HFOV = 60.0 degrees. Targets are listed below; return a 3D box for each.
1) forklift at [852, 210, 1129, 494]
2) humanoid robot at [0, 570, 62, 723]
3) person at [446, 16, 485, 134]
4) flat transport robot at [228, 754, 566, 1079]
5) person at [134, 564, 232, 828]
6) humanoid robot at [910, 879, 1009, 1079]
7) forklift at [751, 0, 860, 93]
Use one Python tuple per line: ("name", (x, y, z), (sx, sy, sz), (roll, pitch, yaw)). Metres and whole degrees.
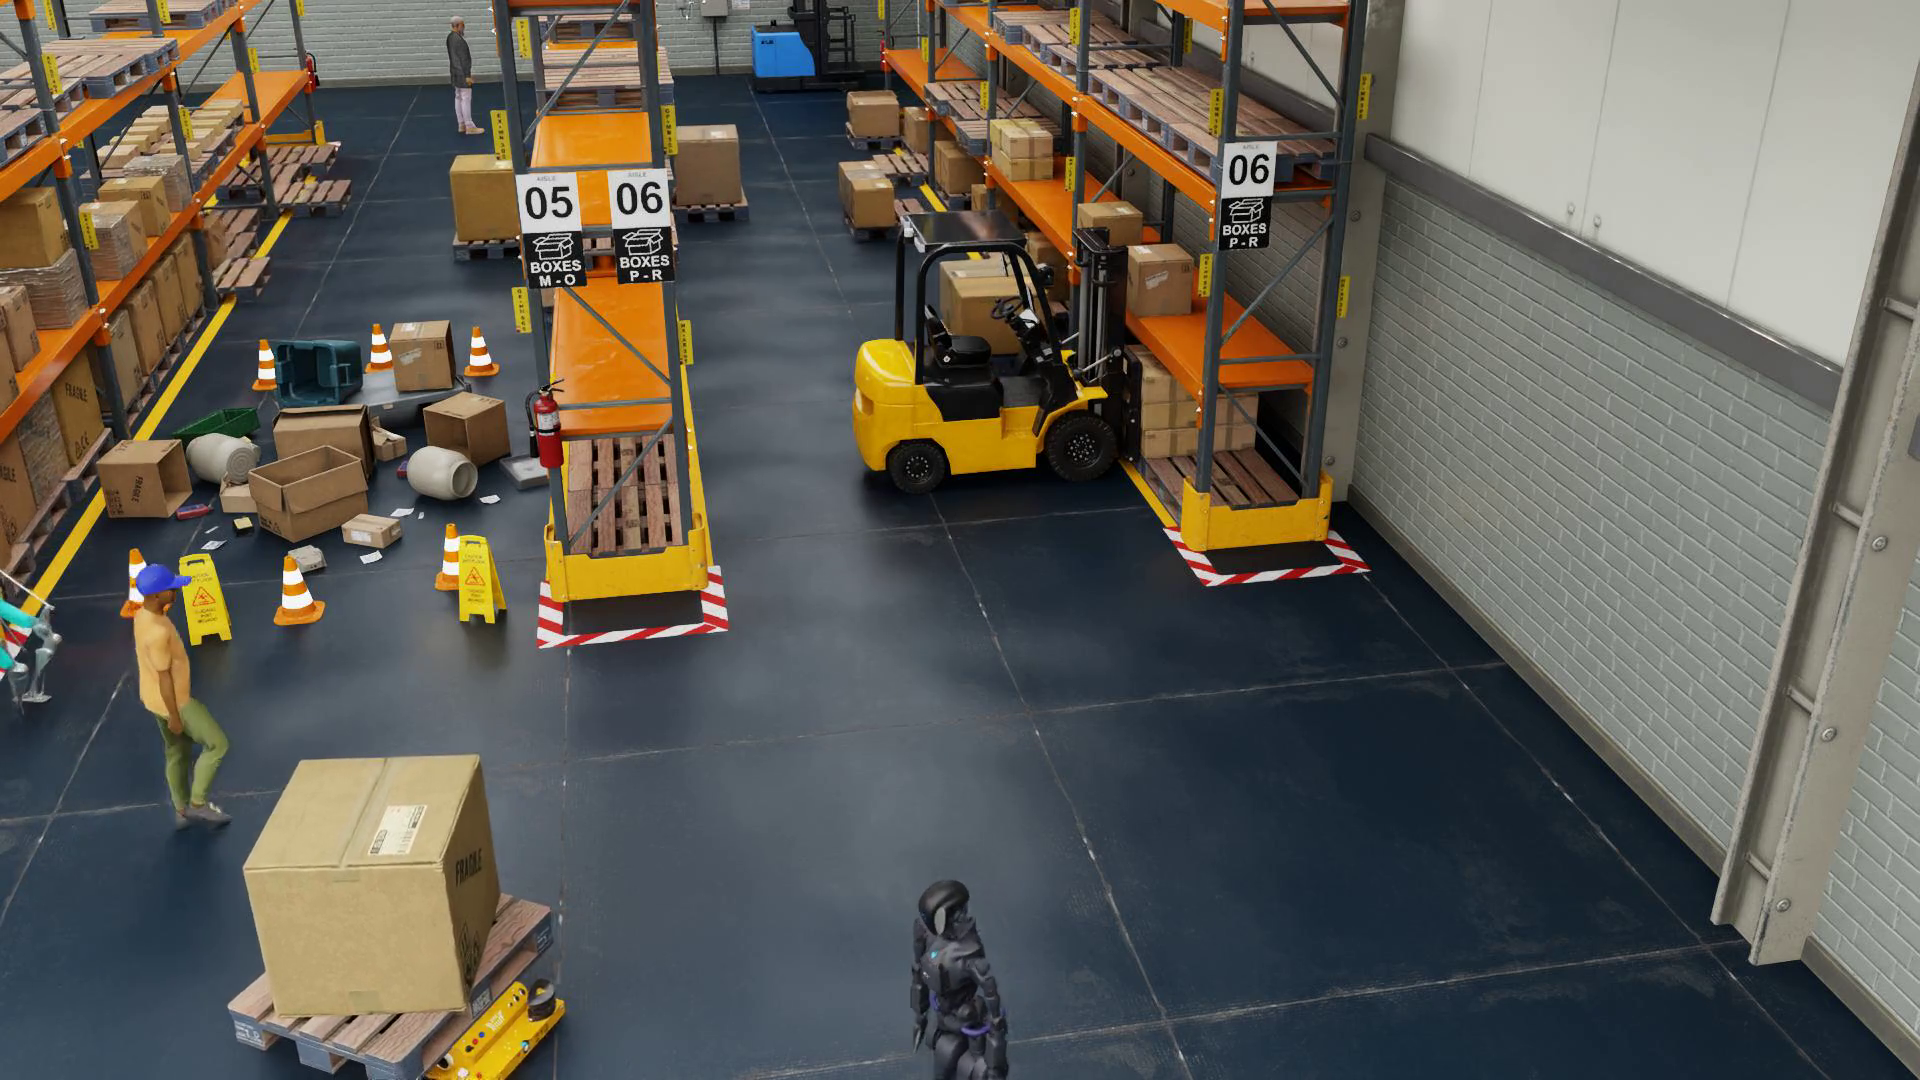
("forklift", (0.216, -1.659, 14.366), (2.313, 2.155, 1.214), (-5, 26, -10))
("humanoid robot", (-6.150, 0.446, 10.630), (0.777, 1.882, 0.569), (0, 26, 1))
("person", (-8.097, -7.548, 27.017), (0.407, 1.855, 0.528), (-19, 31, -34))
("flat transport robot", (-2.763, 2.319, 8.298), (1.431, 0.231, 0.659), (10, 27, 20))
("person", (-4.476, 0.910, 9.562), (0.446, 1.700, 0.466), (-16, 30, -30))
("humanoid robot", (0.005, 2.137, 7.061), (0.330, 1.641, 0.611), (-20, 32, -36))
("forklift", (-2.872, -9.679, 30.288), (1.873, 2.768, 1.129), (-5, 26, -10))
